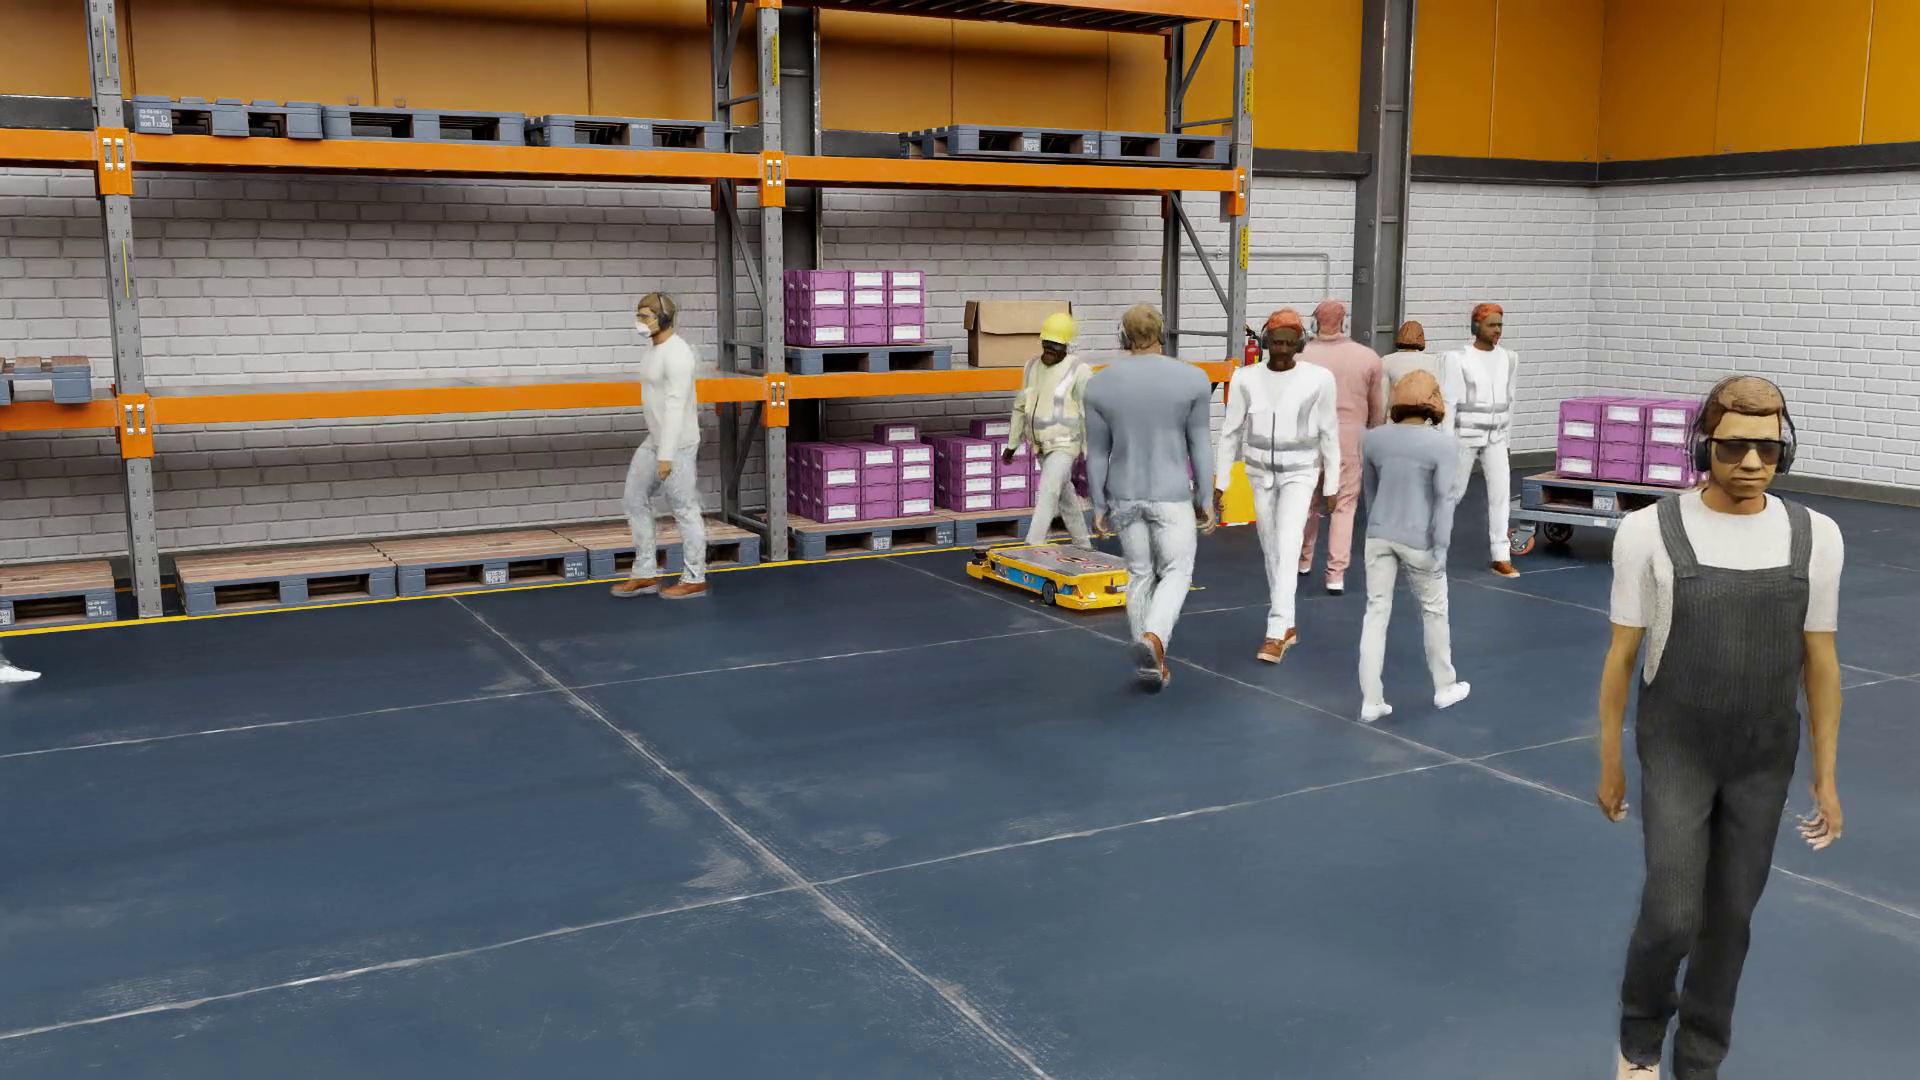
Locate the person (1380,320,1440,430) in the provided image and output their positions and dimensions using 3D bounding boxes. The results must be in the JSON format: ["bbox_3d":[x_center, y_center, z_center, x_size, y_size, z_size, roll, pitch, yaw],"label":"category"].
[{"bbox_3d":[3.710,-0.998,13.796,0.504,1.631,0.282,3,10,20],"label":"person"}]

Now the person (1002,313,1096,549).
[{"bbox_3d":[0.631,-0.638,11.212,0.904,1.772,0.604,-7,12,-37],"label":"person"}]

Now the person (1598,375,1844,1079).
[{"bbox_3d":[1.782,0.532,3.895,0.505,1.831,0.414,1,9,3],"label":"person"}]

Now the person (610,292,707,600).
[{"bbox_3d":[-1.898,-0.557,10.239,0.734,1.913,0.667,-5,11,-28],"label":"person"}]

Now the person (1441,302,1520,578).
[{"bbox_3d":[3.508,-0.705,11.406,0.589,1.849,0.936,-3,10,-16],"label":"person"}]

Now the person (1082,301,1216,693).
[{"bbox_3d":[0.885,-0.177,7.947,0.655,1.913,0.667,3,10,18],"label":"person"}]

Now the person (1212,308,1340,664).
[{"bbox_3d":[1.645,-0.284,8.775,0.600,1.848,0.844,6,11,31],"label":"person"}]

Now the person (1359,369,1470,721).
[{"bbox_3d":[2.103,0.013,7.720,0.500,1.601,0.753,8,12,39],"label":"person"}]

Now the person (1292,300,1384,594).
[{"bbox_3d":[2.408,-0.619,10.807,0.653,1.855,0.964,2,9,11],"label":"person"}]

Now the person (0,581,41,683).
[{"bbox_3d":[-4.939,-0.063,8.160,0.568,1.610,0.518,-5,11,-29],"label":"person"}]

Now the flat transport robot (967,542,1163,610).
[{"bbox_3d":[0.667,0.207,10.595,0.652,0.197,1.431,-5,11,-28],"label":"flat transport robot"}]
